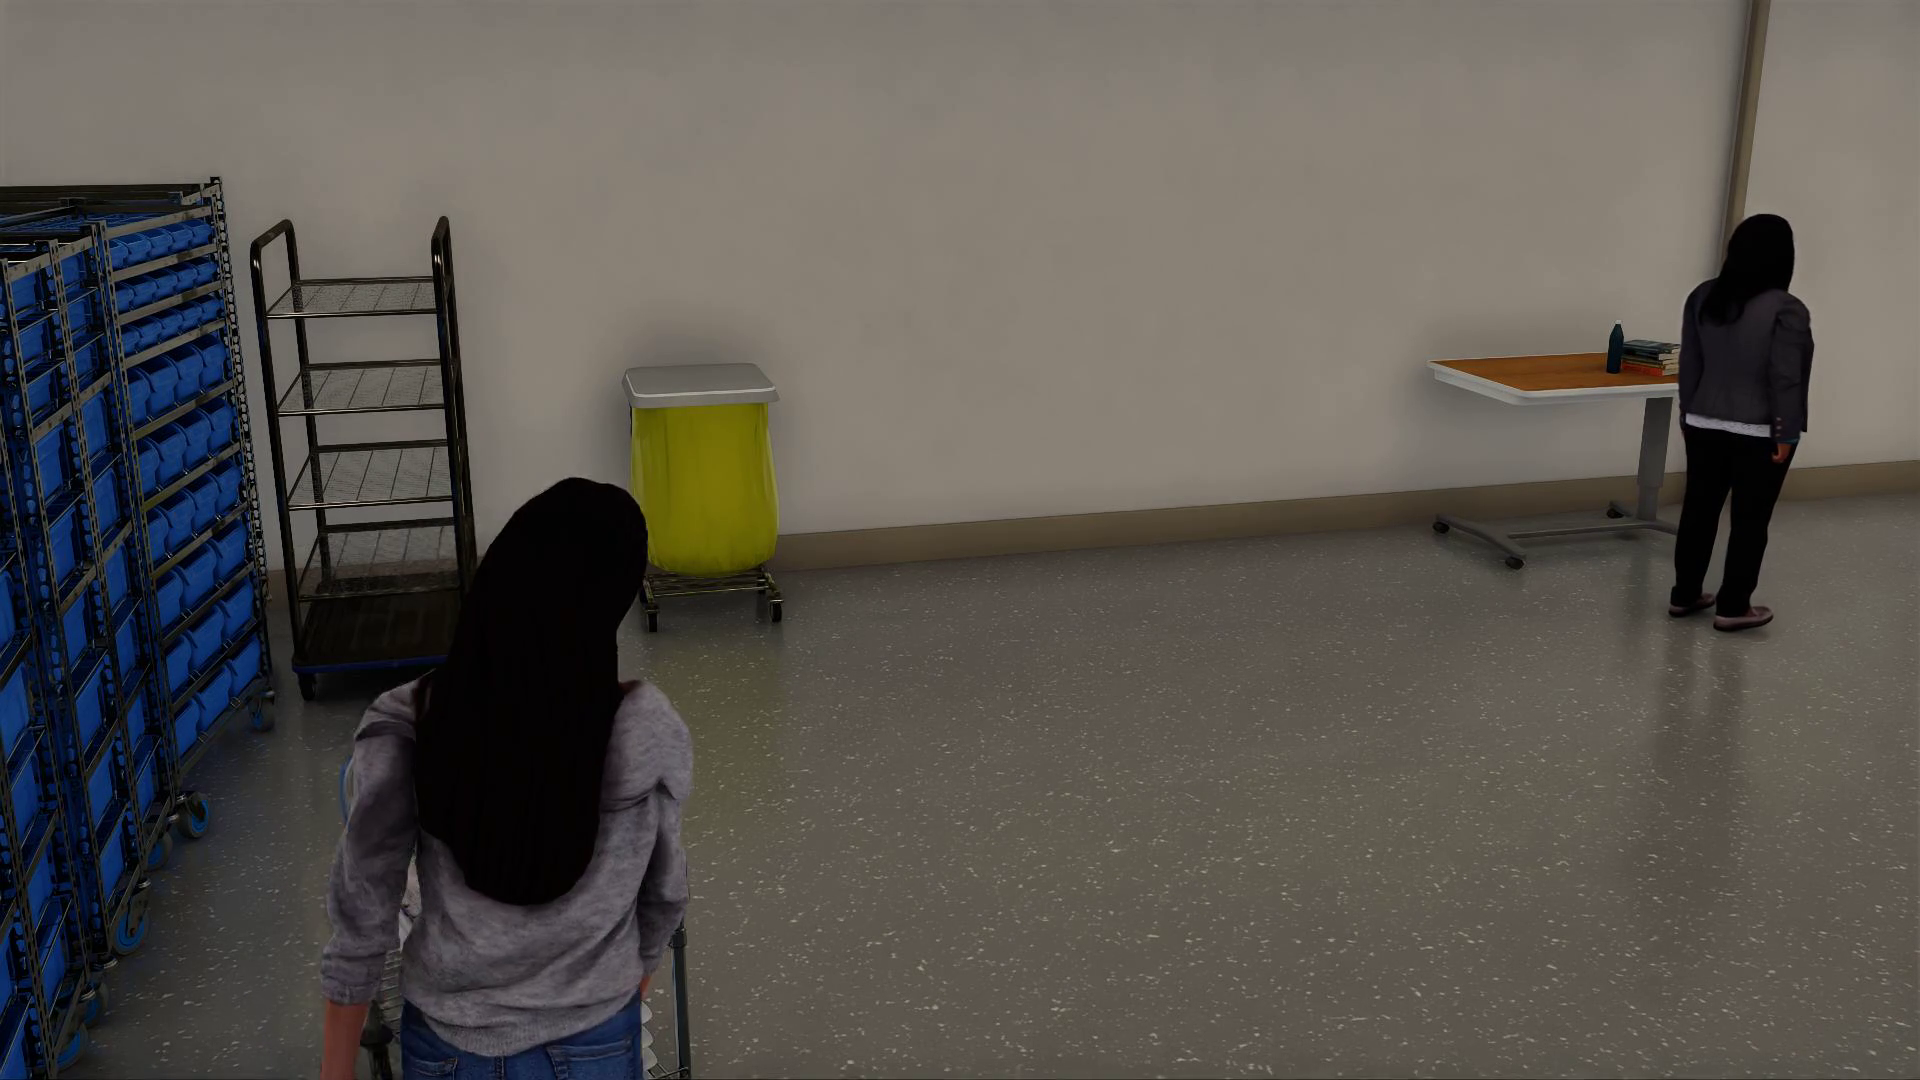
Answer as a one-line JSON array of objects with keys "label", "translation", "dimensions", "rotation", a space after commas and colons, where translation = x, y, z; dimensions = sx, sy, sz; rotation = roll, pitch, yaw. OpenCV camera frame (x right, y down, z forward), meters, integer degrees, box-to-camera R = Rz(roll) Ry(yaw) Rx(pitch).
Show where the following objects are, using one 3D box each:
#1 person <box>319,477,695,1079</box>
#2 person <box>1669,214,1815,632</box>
[{"label": "person", "translation": [-0.588, 0.756, 2.183], "dimensions": [0.881, 1.578, 0.775], "rotation": [-5, 16, -17]}, {"label": "person", "translation": [2.999, -0.447, 6.411], "dimensions": [0.742, 1.598, 0.739], "rotation": [-9, 18, -29]}]
